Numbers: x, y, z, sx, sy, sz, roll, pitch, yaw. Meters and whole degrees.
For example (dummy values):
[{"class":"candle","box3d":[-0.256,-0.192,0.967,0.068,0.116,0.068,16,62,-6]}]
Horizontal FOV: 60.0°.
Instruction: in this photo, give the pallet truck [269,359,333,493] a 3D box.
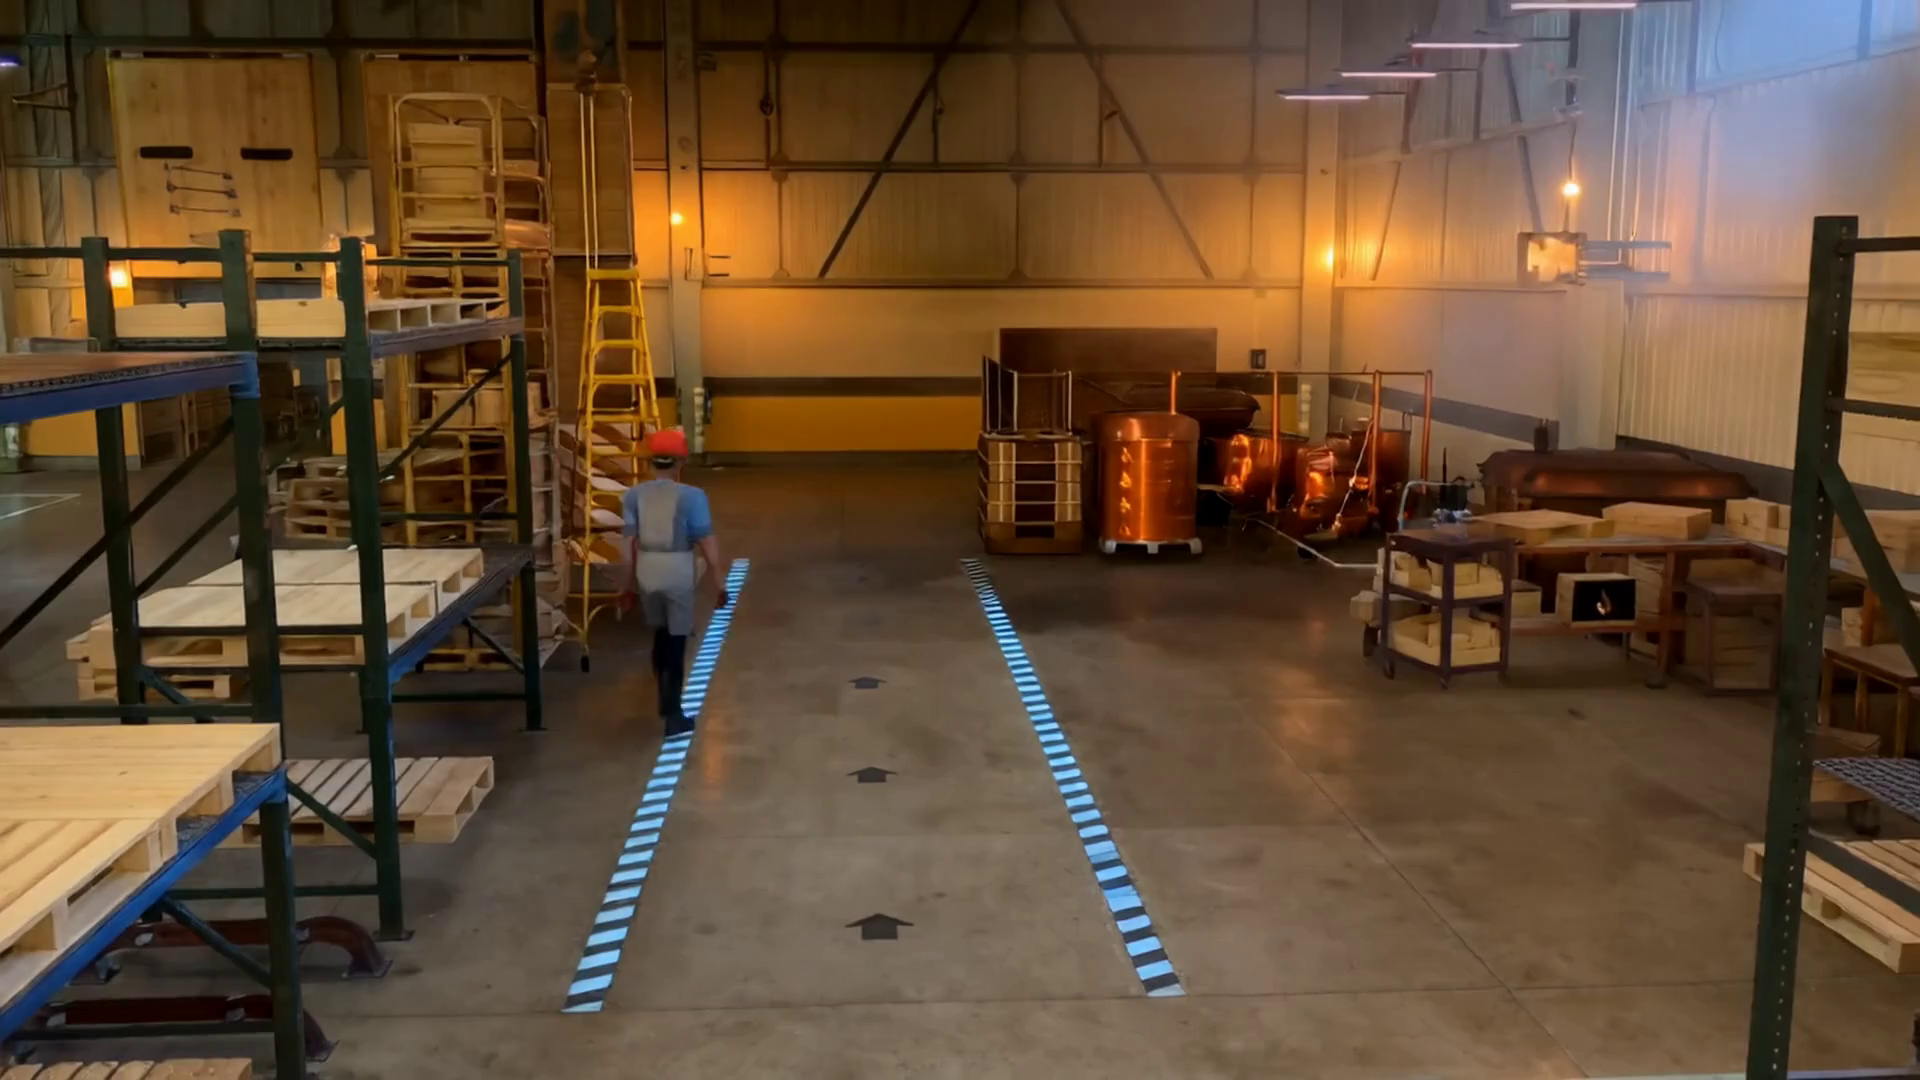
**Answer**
[{"class":"pallet truck","box3d":[-7.062,-1.131,18.996,1.885,1.965,0.823,2,9,13]}]

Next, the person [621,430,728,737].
[{"class":"person","box3d":[-1.817,0.264,10.529,0.612,1.898,0.617,3,9,17]}]
